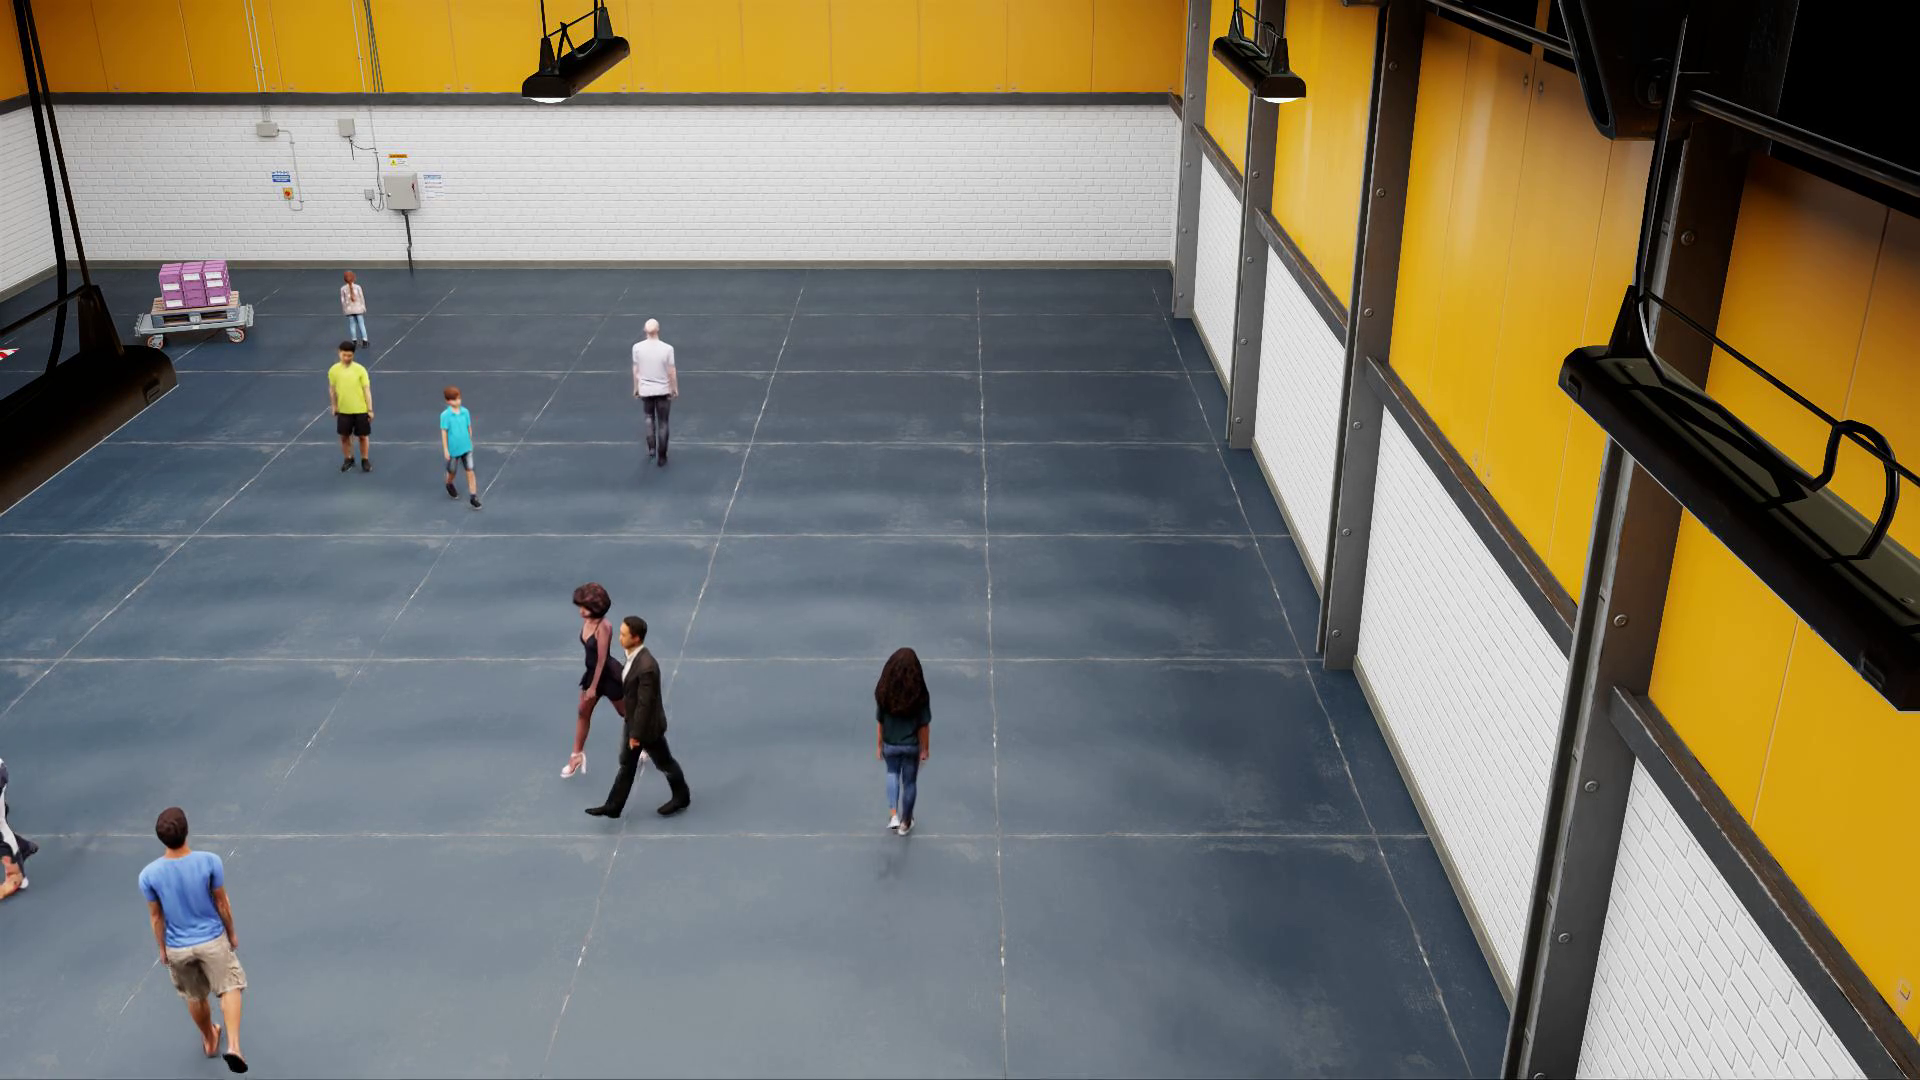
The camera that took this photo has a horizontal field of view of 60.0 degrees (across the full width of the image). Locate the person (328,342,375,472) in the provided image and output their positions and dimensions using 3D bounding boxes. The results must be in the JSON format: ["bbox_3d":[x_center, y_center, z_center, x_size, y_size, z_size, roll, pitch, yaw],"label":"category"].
[{"bbox_3d":[-7.402,-1.621,20.229,0.688,1.671,0.688,1,24,2],"label":"person"}]

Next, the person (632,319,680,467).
[{"bbox_3d":[-3.761,-1.787,20.429,0.674,1.815,0.708,0,24,0],"label":"person"}]

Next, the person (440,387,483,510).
[{"bbox_3d":[-5.859,-1.091,19.320,0.870,1.428,0.998,-17,29,-33],"label":"person"}]

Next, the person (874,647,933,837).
[{"bbox_3d":[-0.461,1.615,12.903,0.628,1.608,0.679,3,24,6],"label":"person"}]

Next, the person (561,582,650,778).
[{"bbox_3d":[-2.862,1.153,13.804,1.040,1.733,1.003,-19,30,-37],"label":"person"}]

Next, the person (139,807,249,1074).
[{"bbox_3d":[-4.788,2.563,10.439,0.869,1.846,1.073,-10,25,-21],"label":"person"}]

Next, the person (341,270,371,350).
[{"bbox_3d":[-9.138,-3.480,25.076,0.528,1.194,0.541,-7,25,-16],"label":"person"}]

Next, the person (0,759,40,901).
[{"bbox_3d":[-7.132,1.748,12.268,0.893,1.874,0.947,19,30,37],"label":"person"}]

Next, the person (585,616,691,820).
[{"bbox_3d":[-2.401,1.417,13.156,1.100,1.768,1.145,-13,27,-28],"label":"person"}]
